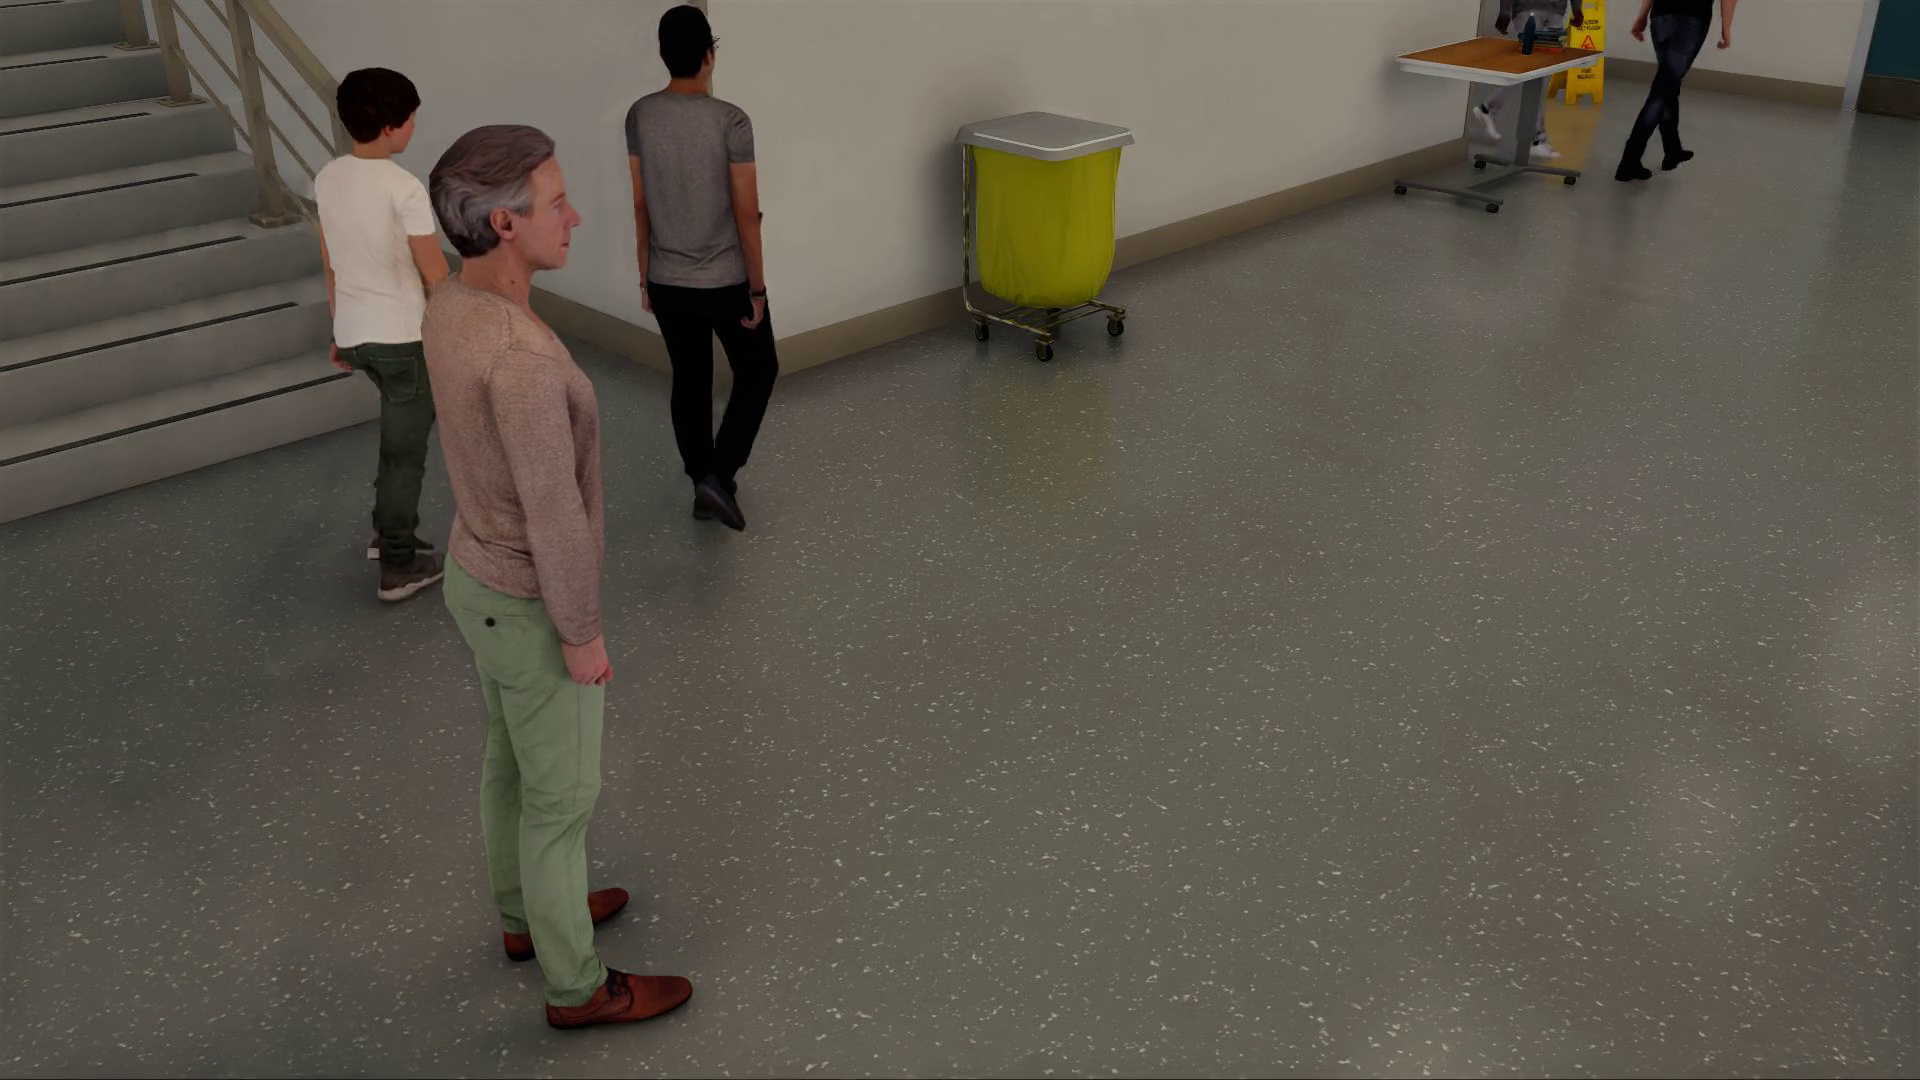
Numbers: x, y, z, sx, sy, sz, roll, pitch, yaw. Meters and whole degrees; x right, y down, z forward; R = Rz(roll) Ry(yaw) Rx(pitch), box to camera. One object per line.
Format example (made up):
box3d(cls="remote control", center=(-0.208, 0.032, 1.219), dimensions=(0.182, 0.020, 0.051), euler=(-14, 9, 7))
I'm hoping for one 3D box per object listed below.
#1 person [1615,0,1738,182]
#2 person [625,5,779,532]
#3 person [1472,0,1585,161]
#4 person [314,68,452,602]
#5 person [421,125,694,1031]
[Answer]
box3d(cls="person", center=(4.248, -3.057, 9.951), dimensions=(0.879, 1.847, 1.019), euler=(-17, 31, -32))
box3d(cls="person", center=(-0.871, -0.825, 5.443), dimensions=(0.897, 1.742, 0.908), euler=(6, 26, 12))
box3d(cls="person", center=(3.675, -3.426, 10.749), dimensions=(1.024, 1.818, 1.293), euler=(-11, 28, -22))
box3d(cls="person", center=(-1.776, -0.563, 5.020), dimensions=(0.629, 1.637, 0.703), euler=(13, 29, 25))
box3d(cls="person", center=(-0.864, 0.119, 3.339), dimensions=(0.799, 1.869, 0.611), euler=(-14, 29, -27))
